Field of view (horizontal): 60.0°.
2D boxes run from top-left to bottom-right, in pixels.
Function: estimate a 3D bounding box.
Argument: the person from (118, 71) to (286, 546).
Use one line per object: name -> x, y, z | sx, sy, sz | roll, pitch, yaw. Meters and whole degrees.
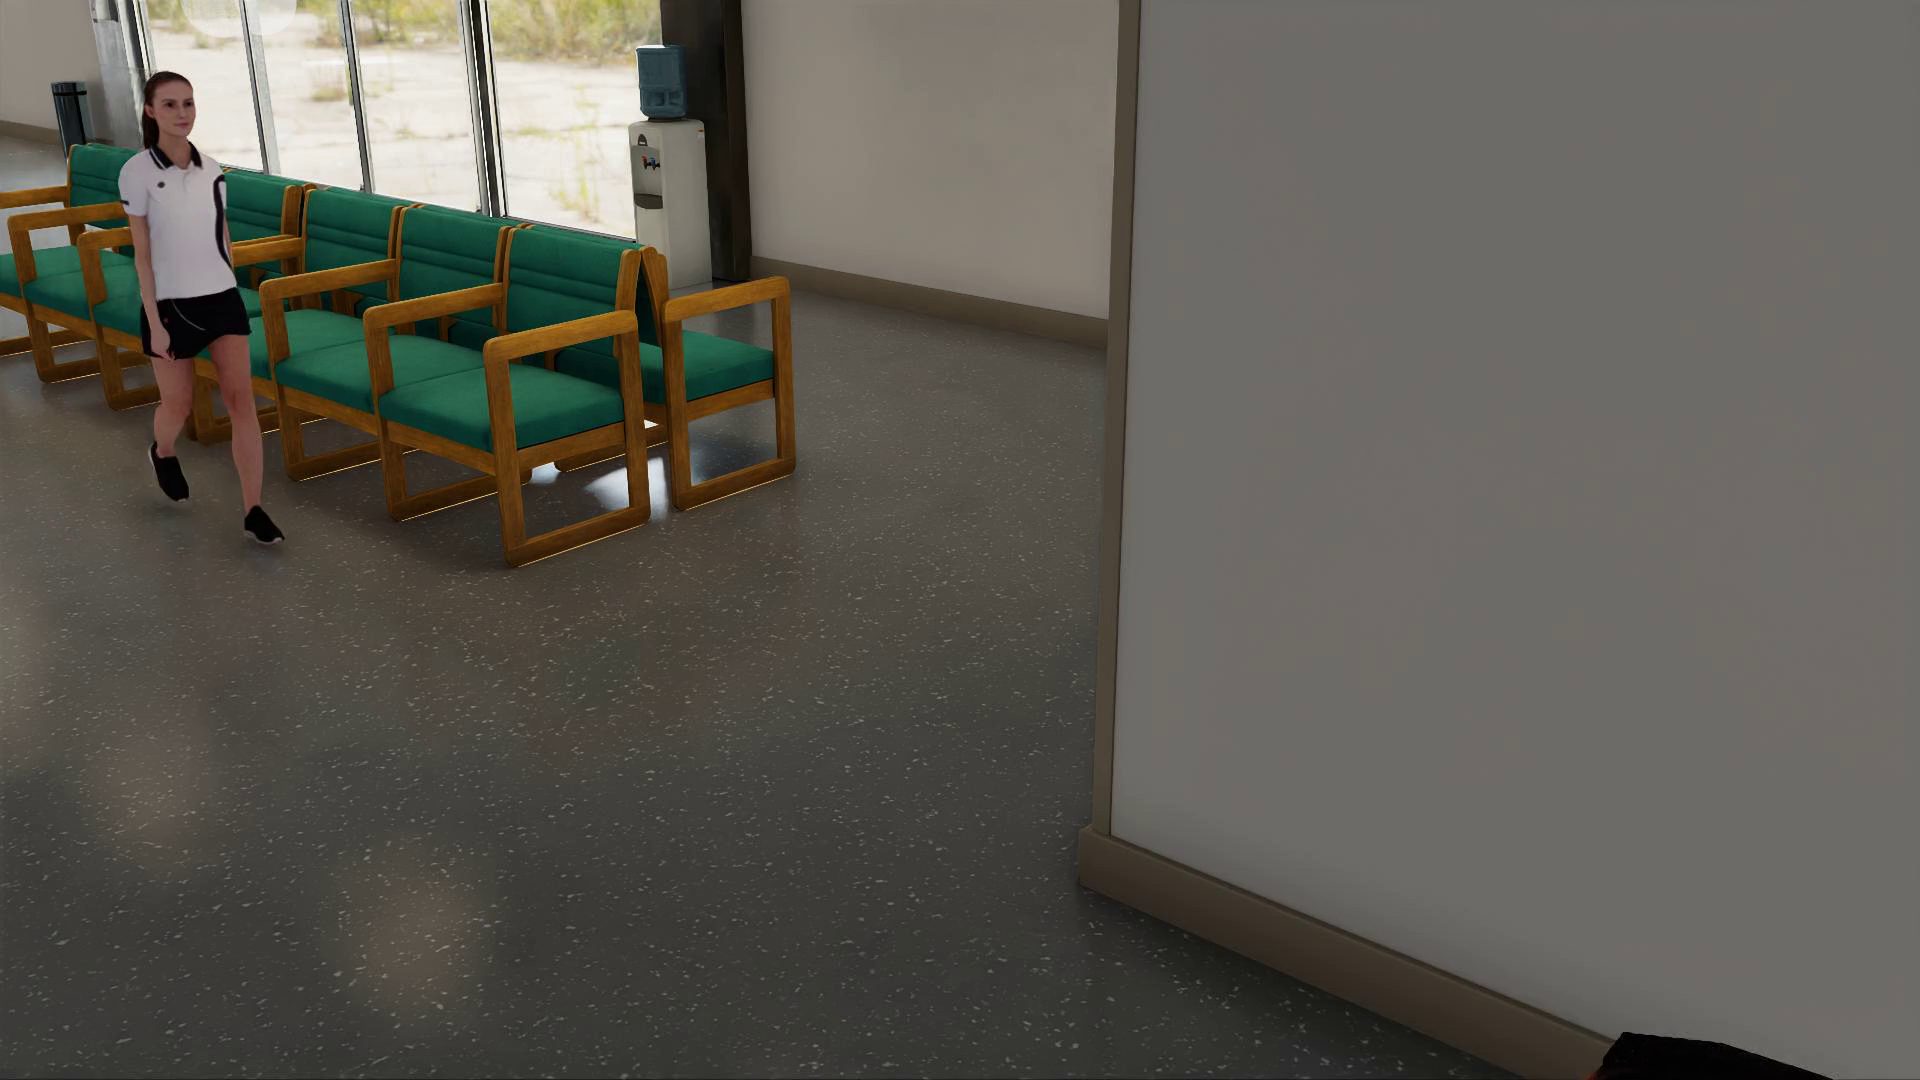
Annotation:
person -> -2.919, -0.844, 6.238 | 0.668, 1.725, 1.054 | 19, 28, 41
